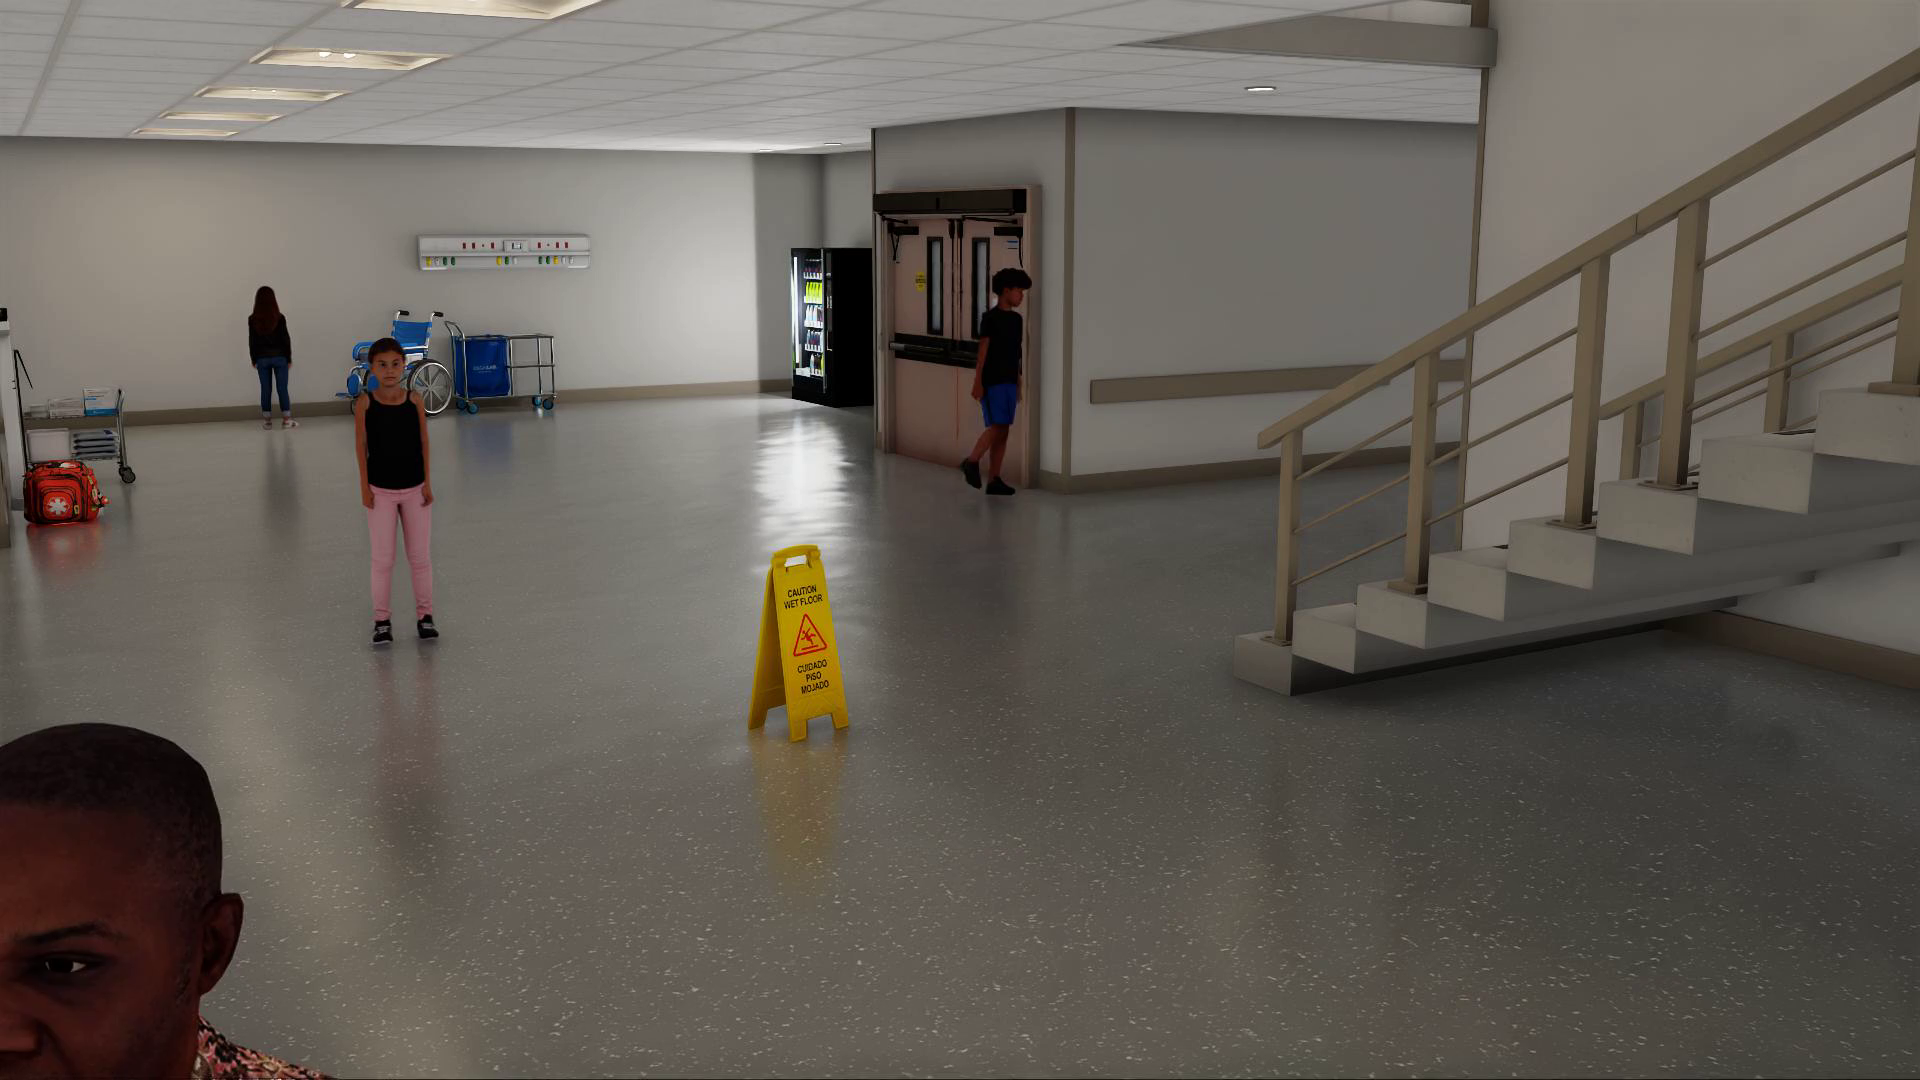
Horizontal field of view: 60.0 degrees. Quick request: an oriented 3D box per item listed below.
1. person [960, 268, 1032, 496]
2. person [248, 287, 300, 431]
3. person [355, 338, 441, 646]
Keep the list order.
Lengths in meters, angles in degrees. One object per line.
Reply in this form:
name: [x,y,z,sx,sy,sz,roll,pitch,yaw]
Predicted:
person: [0.244,-1.230,13.042,0.768,1.767,0.847,-10,14,-41]
person: [-7.173,-1.898,17.322,0.617,1.485,0.593,-2,11,-13]
person: [-2.845,-0.247,8.412,0.504,1.563,0.507,-5,12,-27]
